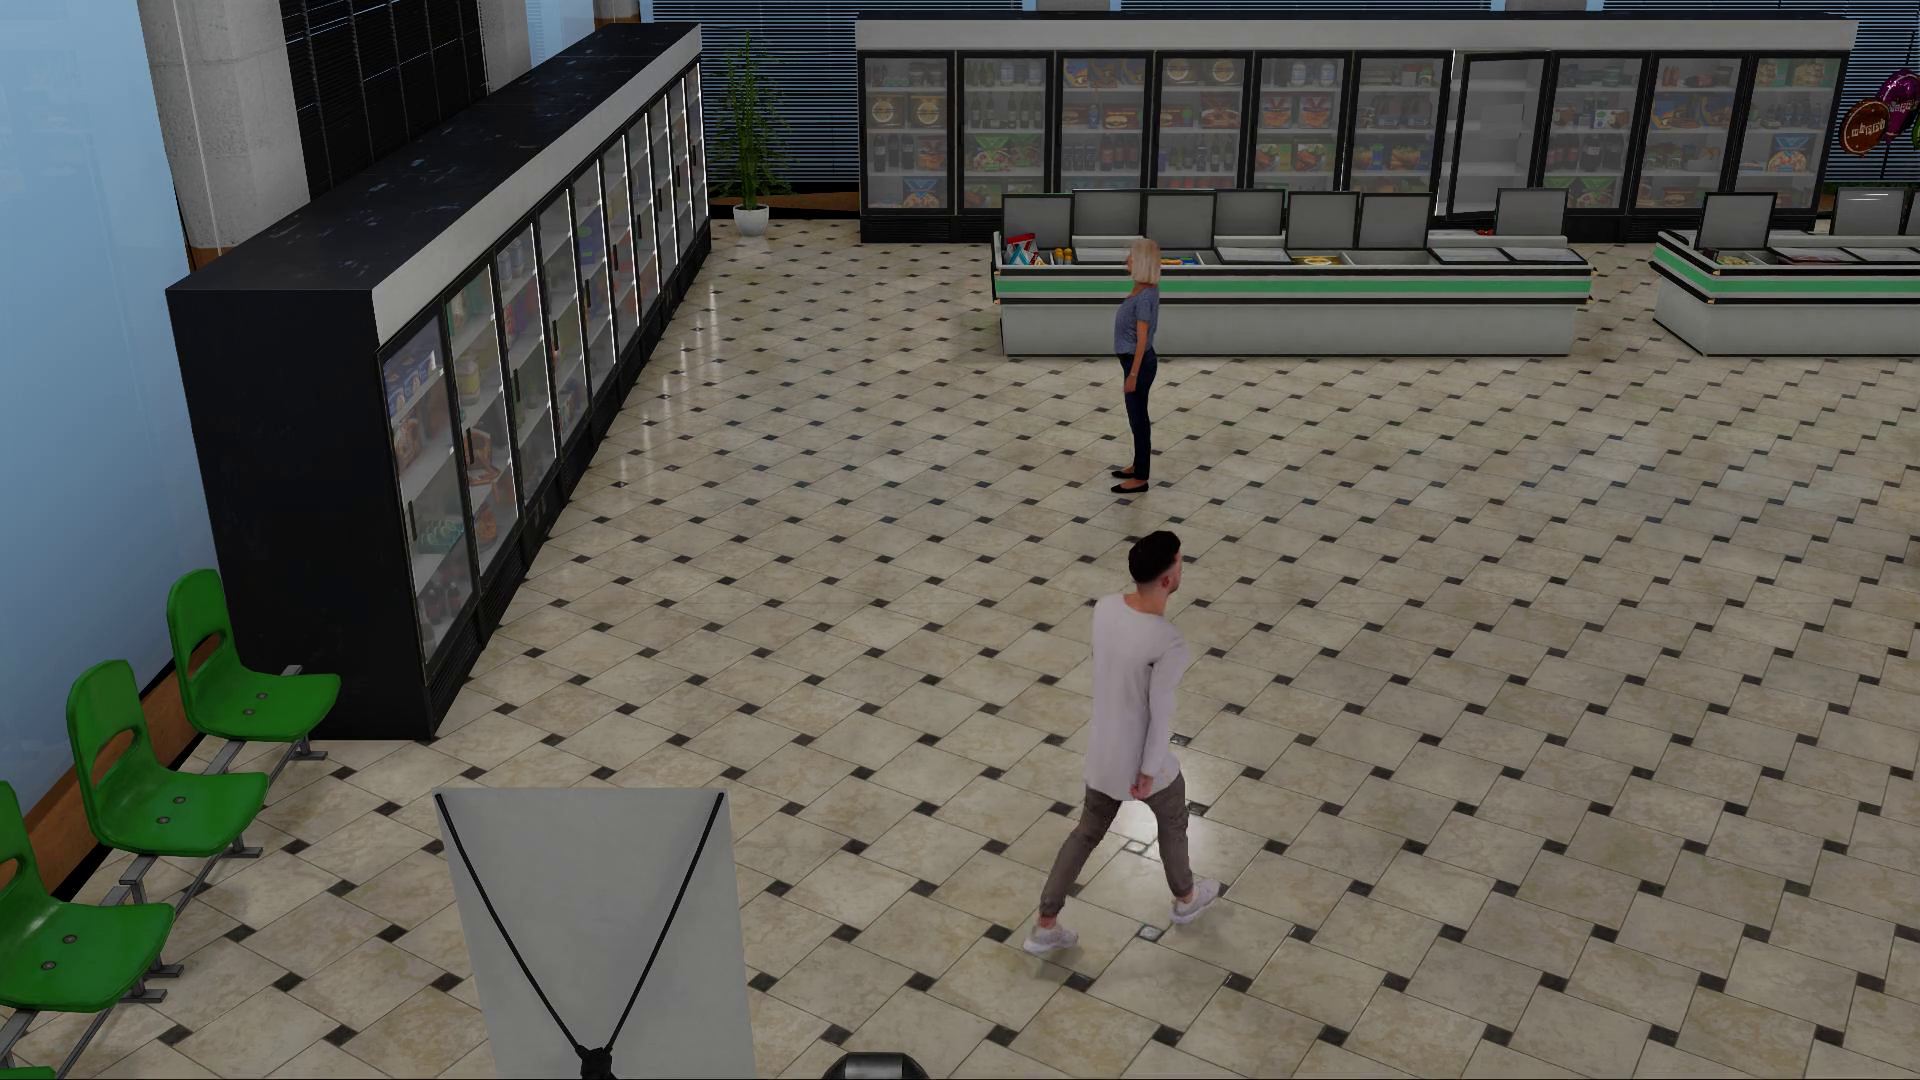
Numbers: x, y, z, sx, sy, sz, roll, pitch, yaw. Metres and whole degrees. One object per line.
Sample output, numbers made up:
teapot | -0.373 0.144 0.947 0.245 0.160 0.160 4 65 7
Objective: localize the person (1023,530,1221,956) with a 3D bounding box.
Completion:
person | 0.588 0.833 6.418 1.245 1.799 1.130 -18 29 -35

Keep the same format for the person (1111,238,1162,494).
person | 1.193 -1.161 11.071 0.548 1.721 0.610 3 24 7
